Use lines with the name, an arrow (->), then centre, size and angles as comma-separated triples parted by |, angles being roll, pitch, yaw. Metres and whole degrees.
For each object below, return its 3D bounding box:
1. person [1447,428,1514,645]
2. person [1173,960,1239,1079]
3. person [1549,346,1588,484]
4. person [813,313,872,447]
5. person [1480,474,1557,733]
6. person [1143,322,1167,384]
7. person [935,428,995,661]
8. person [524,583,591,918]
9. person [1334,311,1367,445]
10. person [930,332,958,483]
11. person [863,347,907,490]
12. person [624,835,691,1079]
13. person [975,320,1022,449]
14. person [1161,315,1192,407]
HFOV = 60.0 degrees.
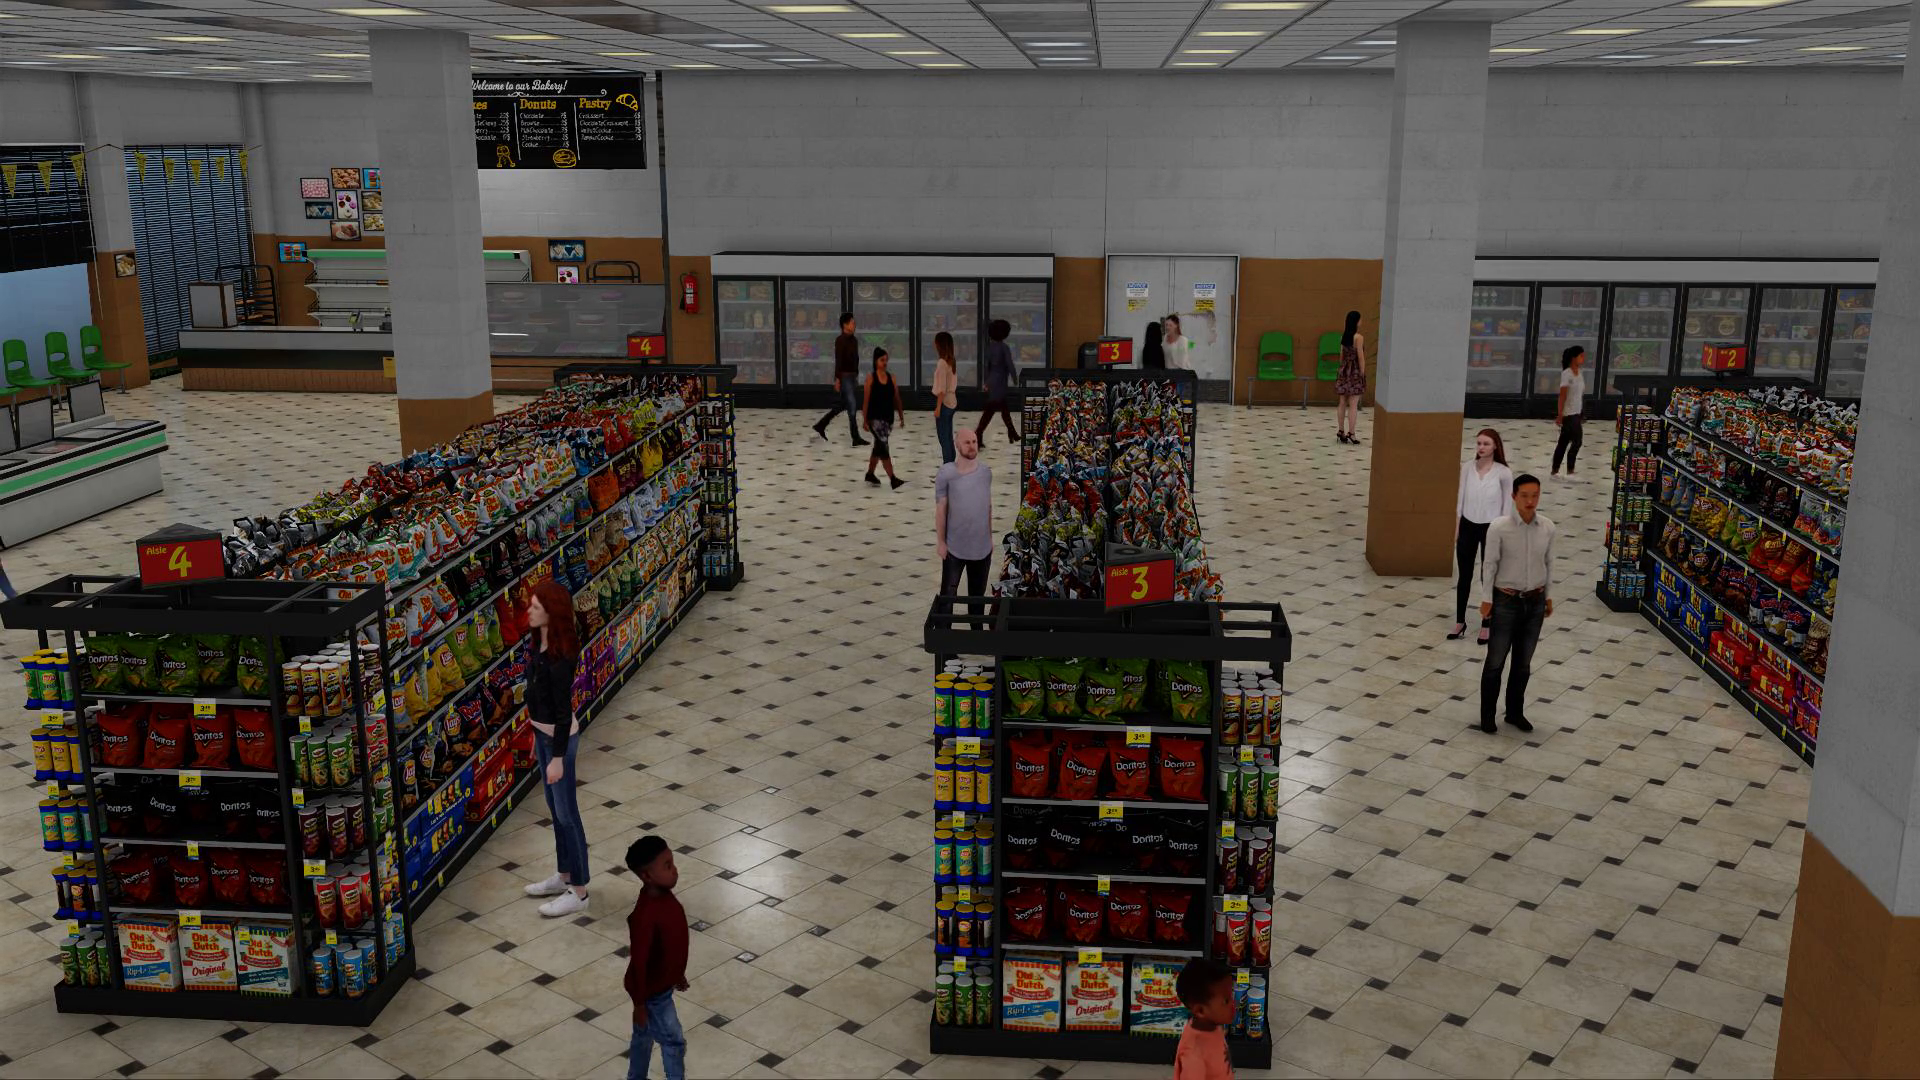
person -> 4.220, -0.036, 13.463 | 0.662, 1.758, 0.681 | 11, 17, 37
person -> 0.770, 2.062, 5.777 | 0.610, 1.304, 0.495 | 5, 14, 19
person -> 7.142, -1.485, 19.711 | 0.831, 1.630, 0.777 | 12, 18, 41
person -> -1.604, -2.112, 22.042 | 0.925, 1.749, 1.120 | 5, 14, 19
person -> 3.831, 0.427, 11.445 | 0.700, 1.809, 0.591 | -1, 14, -5
person -> 2.599, -2.146, 22.442 | 0.733, 1.627, 0.673 | -3, 14, -11
person -> 0.048, 0.019, 13.065 | 0.757, 1.838, 0.783 | -8, 16, -30
person -> -2.132, 1.088, 8.767 | 0.727, 1.787, 0.639 | -7, 15, -26
person -> 5.238, -2.178, 22.260 | 0.860, 1.775, 0.784 | -8, 16, -28
person -> -0.170, -1.580, 19.757 | 0.685, 1.792, 0.516 | 4, 14, 15
person -> -0.964, -1.410, 19.412 | 1.030, 1.625, 1.114 | -10, 17, -36
person -> -1.330, 1.824, 6.889 | 0.572, 1.242, 0.584 | 1, 14, 4
person -> 0.435, -1.990, 21.727 | 1.078, 1.661, 1.110 | -8, 16, -31
person -> 2.964, -2.232, 22.714 | 0.910, 1.665, 1.002 | 13, 18, 42
